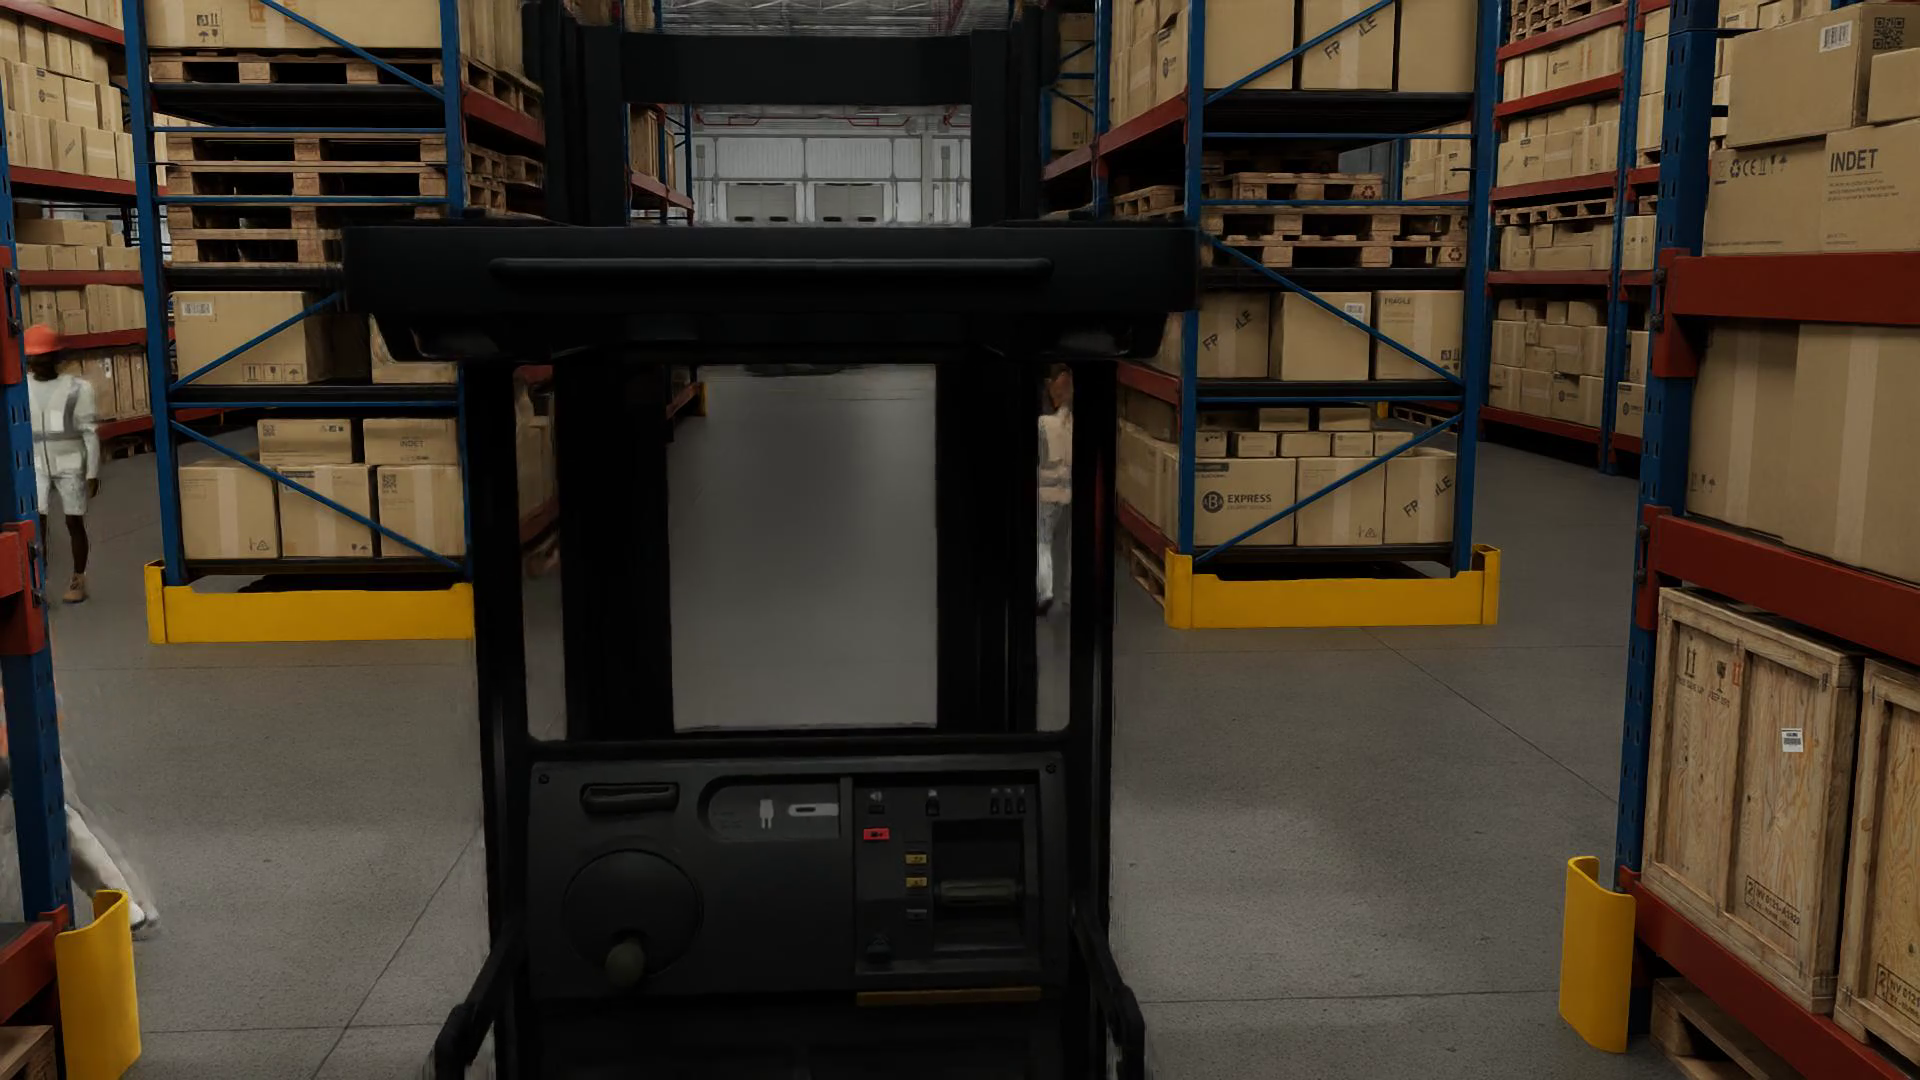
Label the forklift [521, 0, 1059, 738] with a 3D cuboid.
[{"bbox_3d":[-0.300,0.411,3.250,1.129,2.768,1.873,-1,9,-4],"label":"forklift"}]

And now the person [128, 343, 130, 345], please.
[{"bbox_3d":[-25.437,-6.577,50.251,1.014,1.898,0.646,-5,10,-29],"label":"person"}]

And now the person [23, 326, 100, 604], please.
[{"bbox_3d":[-6.349,-0.480,11.597,0.639,1.995,1.002,-2,9,-11],"label":"person"}]

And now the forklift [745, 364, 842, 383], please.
[{"bbox_3d":[-3.696,-4.878,36.459,1.873,2.768,1.129,-6,11,-35],"label":"forklift"}]

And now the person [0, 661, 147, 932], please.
[{"bbox_3d":[-3.258,0.674,5.625,0.863,1.595,0.513,-2,9,-13],"label":"person"}]

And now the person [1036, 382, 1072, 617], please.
[{"bbox_3d":[0.695,-0.266,11.424,0.518,1.628,0.375,0,9,-1],"label":"person"}]
